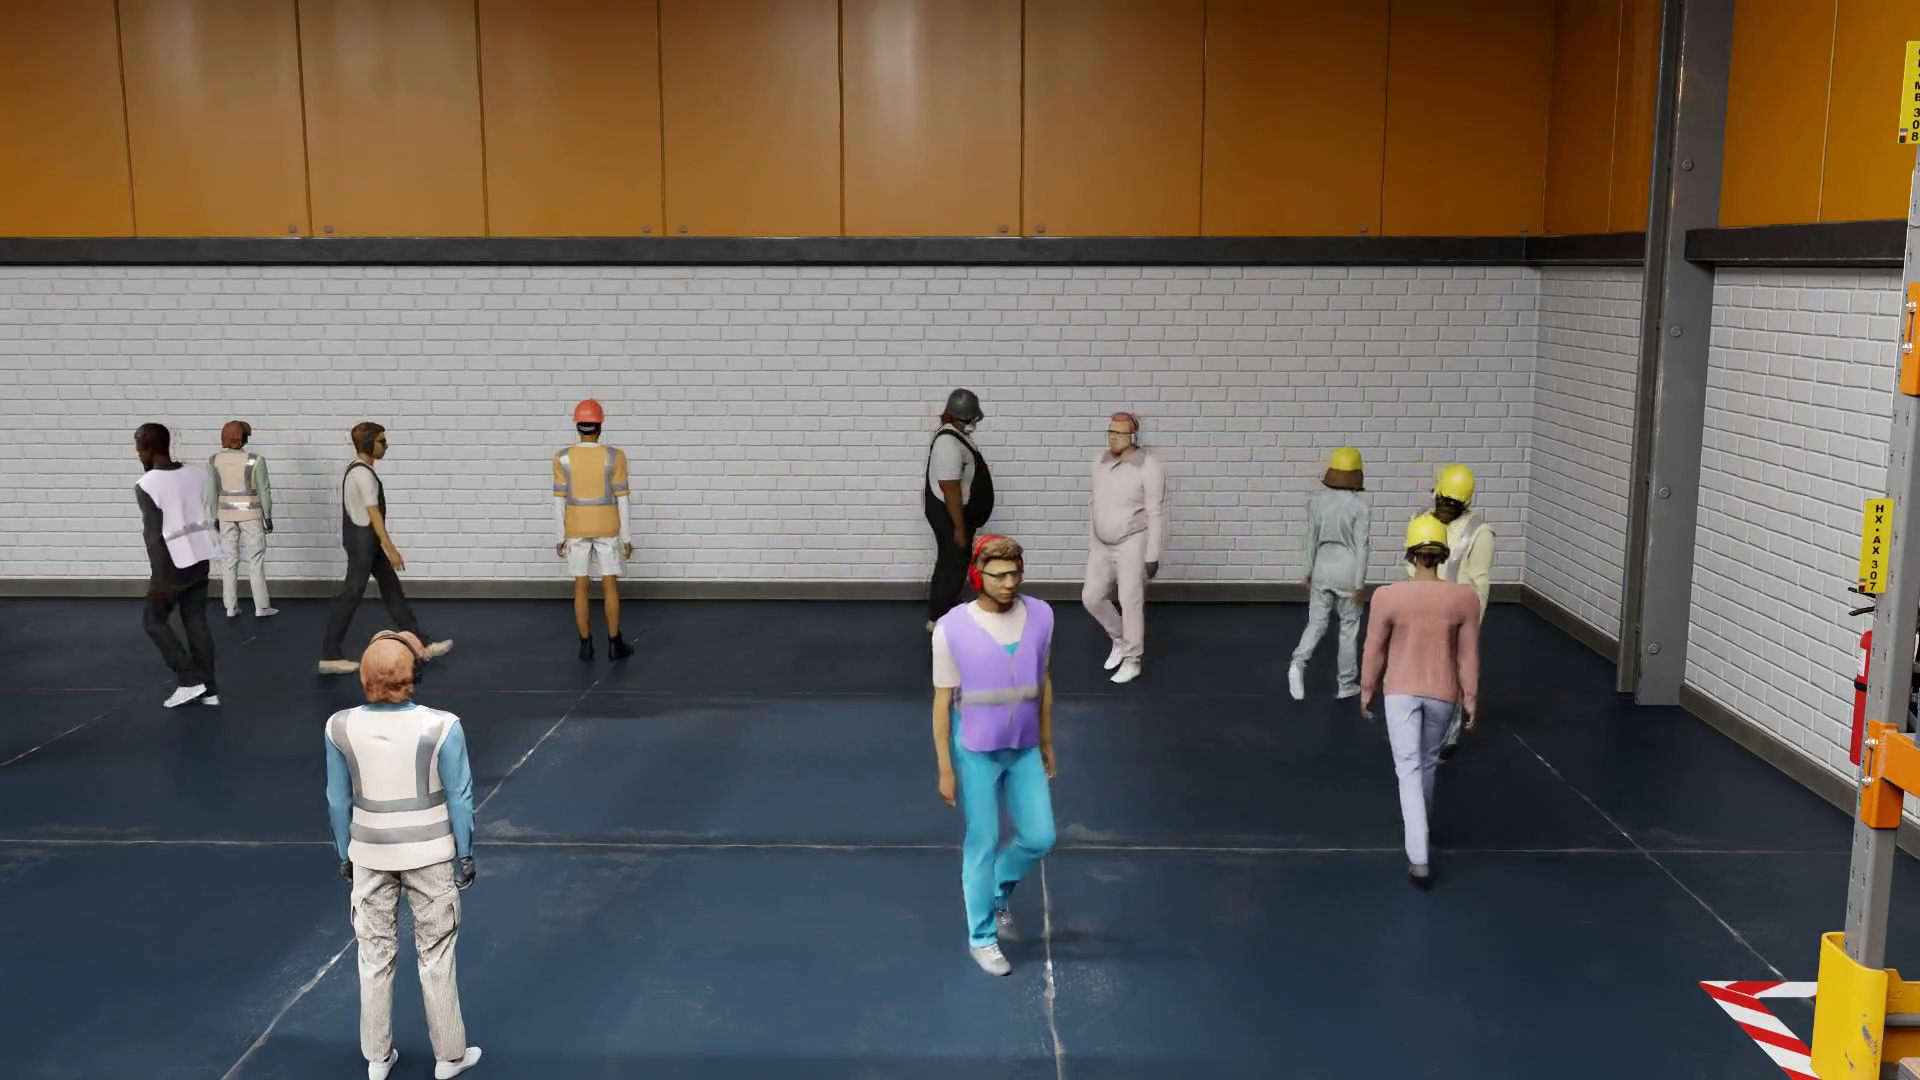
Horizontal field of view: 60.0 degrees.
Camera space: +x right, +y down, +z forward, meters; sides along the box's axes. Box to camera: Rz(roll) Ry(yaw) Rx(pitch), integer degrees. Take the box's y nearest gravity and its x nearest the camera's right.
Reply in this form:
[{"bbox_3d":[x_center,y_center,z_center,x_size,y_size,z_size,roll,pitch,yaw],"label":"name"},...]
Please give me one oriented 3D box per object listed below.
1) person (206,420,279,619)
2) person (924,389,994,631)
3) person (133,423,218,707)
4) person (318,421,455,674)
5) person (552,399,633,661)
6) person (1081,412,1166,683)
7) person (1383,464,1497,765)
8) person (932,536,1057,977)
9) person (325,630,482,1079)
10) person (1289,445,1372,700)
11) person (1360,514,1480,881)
[{"bbox_3d":[-5.897,-0.164,13.653,0.515,1.641,0.309,0,9,1],"label":"person"},{"bbox_3d":[-0.009,-0.230,12.848,0.540,2.000,0.864,0,9,-2],"label":"person"},{"bbox_3d":[-5.123,0.174,10.898,0.459,1.892,0.596,3,10,16],"label":"person"},{"bbox_3d":[-4.169,0.056,11.874,0.959,1.795,0.539,-3,10,-19],"label":"person"},{"bbox_3d":[-2.688,-0.066,12.267,0.591,1.923,0.423,-1,10,-5],"label":"person"},{"bbox_3d":[1.112,0.055,11.563,0.415,1.898,0.663,-9,13,-43],"label":"person"},{"bbox_3d":[2.795,0.424,9.704,0.439,1.784,0.694,-6,11,-31],"label":"person"},{"bbox_3d":[0.154,0.876,6.850,0.600,1.827,0.444,-6,11,-31],"label":"person"},{"bbox_3d":[-1.969,1.130,5.892,0.515,1.645,0.309,0,9,1],"label":"person"},{"bbox_3d":[2.465,0.234,11.007,0.493,1.722,0.693,8,13,41],"label":"person"},{"bbox_3d":[2.215,0.743,8.011,0.540,1.722,0.896,1,9,3],"label":"person"}]
